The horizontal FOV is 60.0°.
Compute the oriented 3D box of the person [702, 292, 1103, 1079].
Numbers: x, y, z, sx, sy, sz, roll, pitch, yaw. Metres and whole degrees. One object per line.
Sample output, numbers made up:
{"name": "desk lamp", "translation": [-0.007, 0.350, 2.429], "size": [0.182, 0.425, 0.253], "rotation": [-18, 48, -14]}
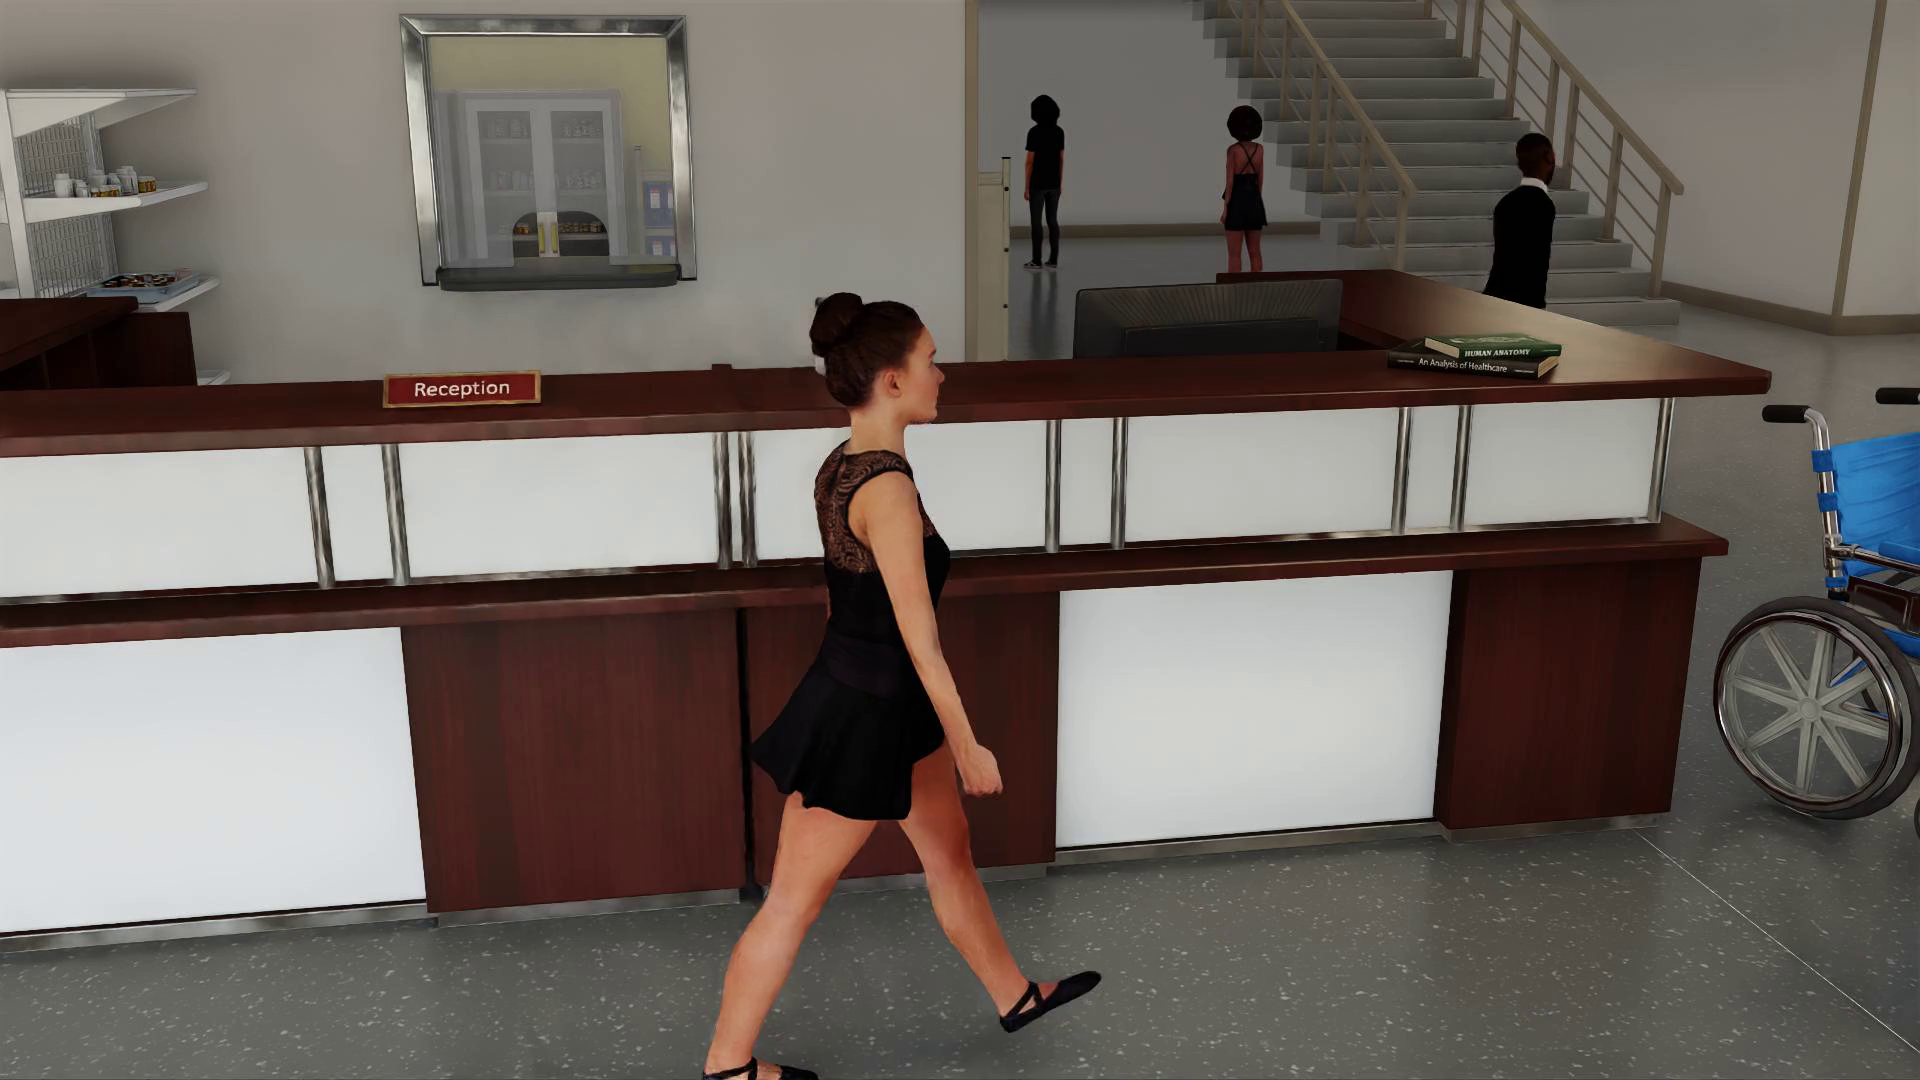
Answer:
{"name": "person", "translation": [-0.262, 0.380, 3.257], "size": [0.624, 1.632, 1.015], "rotation": [-3, 16, -9]}

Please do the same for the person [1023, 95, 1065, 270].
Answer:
{"name": "person", "translation": [0.917, -3.812, 17.887], "size": [0.693, 1.748, 0.655], "rotation": [-9, 18, -29]}

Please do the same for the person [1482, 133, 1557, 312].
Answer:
{"name": "person", "translation": [2.596, -1.023, 7.981], "size": [0.764, 1.768, 0.779], "rotation": [-1, 16, -4]}

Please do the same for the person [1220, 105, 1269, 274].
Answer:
{"name": "person", "translation": [2.456, -2.839, 14.386], "size": [0.625, 1.789, 0.614], "rotation": [-7, 17, -24]}
